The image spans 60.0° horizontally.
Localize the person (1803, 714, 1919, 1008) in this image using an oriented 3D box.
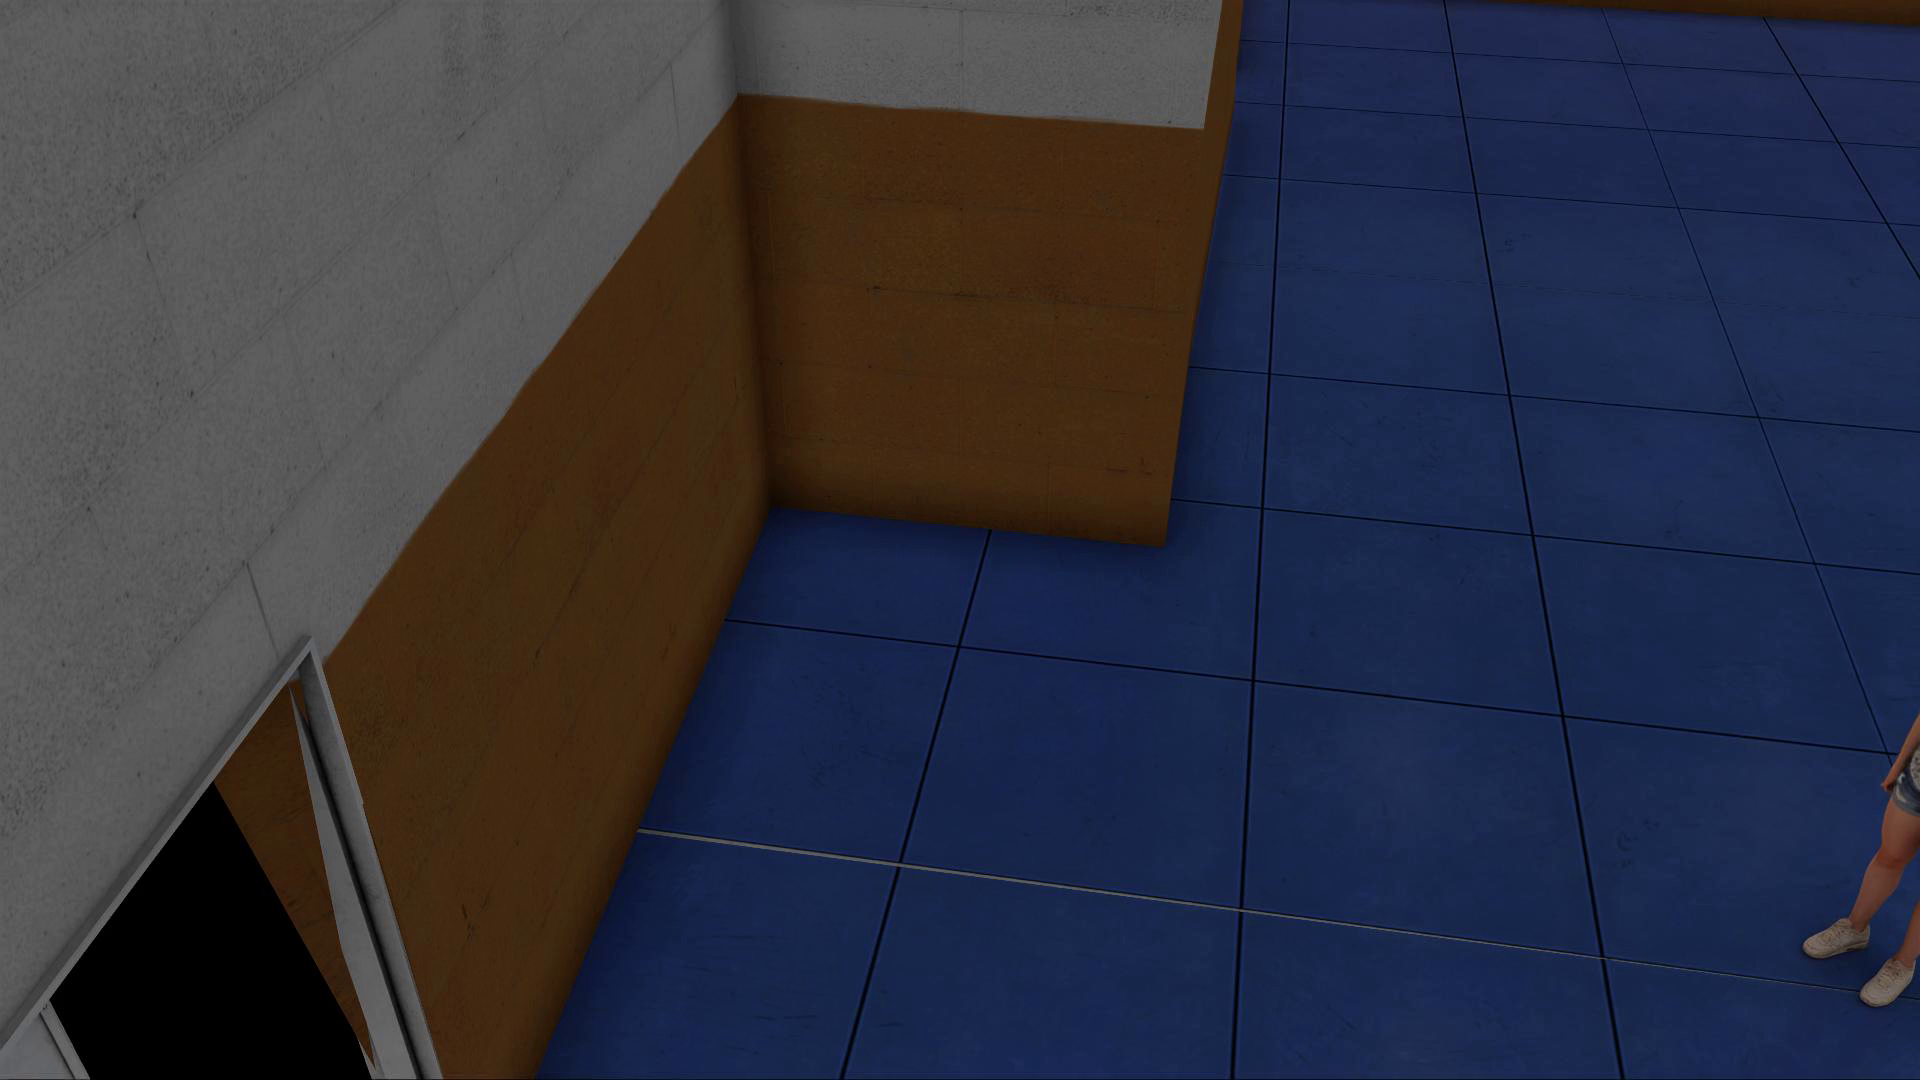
[{"bbox_3d":[3.353,0.878,5.616,0.689,1.759,0.658,-16,40,-20],"label":"person"}]
